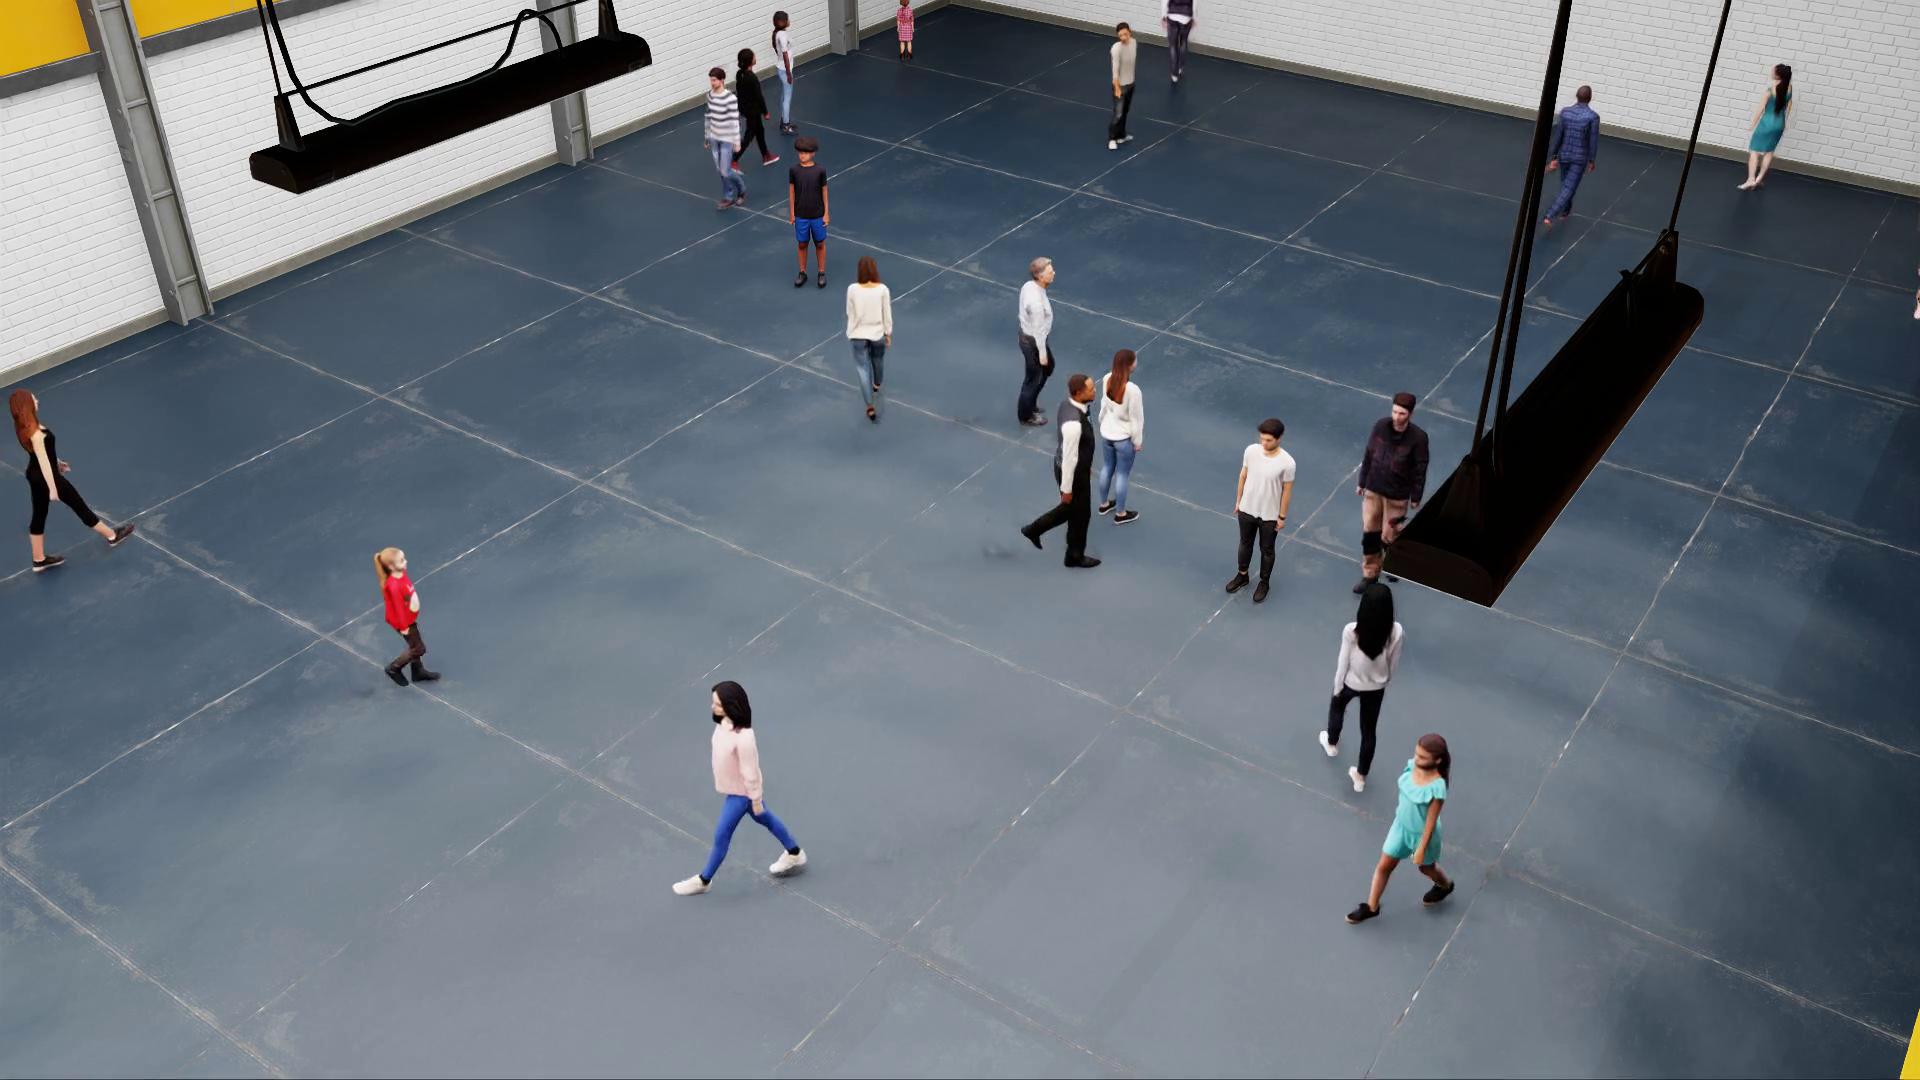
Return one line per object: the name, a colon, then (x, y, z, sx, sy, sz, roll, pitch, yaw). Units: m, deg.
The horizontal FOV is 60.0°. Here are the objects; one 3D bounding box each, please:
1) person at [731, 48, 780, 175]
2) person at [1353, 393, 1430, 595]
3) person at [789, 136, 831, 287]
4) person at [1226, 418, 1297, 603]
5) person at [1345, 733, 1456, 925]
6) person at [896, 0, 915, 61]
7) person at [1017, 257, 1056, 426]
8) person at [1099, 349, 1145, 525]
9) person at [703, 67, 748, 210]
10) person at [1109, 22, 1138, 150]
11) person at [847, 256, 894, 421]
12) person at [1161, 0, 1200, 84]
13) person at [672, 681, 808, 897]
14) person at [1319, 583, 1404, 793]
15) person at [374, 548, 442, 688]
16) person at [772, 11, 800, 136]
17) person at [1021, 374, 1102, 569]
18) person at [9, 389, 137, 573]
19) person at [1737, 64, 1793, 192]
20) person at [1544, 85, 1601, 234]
person: (-2.842, -5.683, 22.179, 1.168, 1.643, 0.831, -22, 39, -29)
person: (3.652, -0.431, 14.029, 0.740, 1.917, 0.827, 25, 41, 33)
person: (-1.734, -3.801, 19.210, 0.708, 1.795, 0.722, 2, 34, 3)
person: (2.544, -0.285, 13.990, 0.618, 1.717, 0.521, 22, 40, 30)
person: (3.061, 1.893, 10.890, 1.121, 1.522, 0.928, -13, 36, -19)
person: (-0.874, -8.179, 26.494, 0.503, 1.022, 0.552, 0, 34, 0)
person: (0.655, -1.955, 16.421, 0.855, 1.807, 0.778, -2, 34, -4)
person: (1.442, -0.945, 15.006, 0.648, 1.692, 0.685, -23, 40, -31)
person: (-2.948, -5.125, 21.162, 0.670, 1.839, 0.691, 24, 40, 31)
person: (2.266, -6.333, 23.038, 0.862, 1.774, 0.499, 16, 37, 22)
person: (-0.921, -1.983, 16.612, 1.006, 1.644, 1.112, -3, 34, -4)
person: (3.346, -7.887, 25.347, 0.965, 1.807, 1.051, 0, 34, 0)
person: (-1.376, 1.642, 11.092, 1.269, 1.716, 1.102, -11, 35, -16)
person: (2.917, 1.094, 11.953, 0.914, 1.676, 0.998, -2, 34, -3)
person: (-4.408, 0.621, 13.027, 0.735, 1.274, 0.676, -5, 34, -8)
person: (-2.471, -6.620, 23.520, 0.721, 1.719, 0.661, -5, 34, -8)
person: (0.878, -0.585, 14.273, 1.041, 1.904, 1.031, 1, 34, 1)
person: (-7.950, -0.481, 14.314, 0.636, 1.685, 1.124, 25, 41, 33)
person: (10.605, -5.389, 21.712, 0.694, 1.669, 0.734, 5, 34, 8)
person: (7.537, -4.672, 20.533, 1.199, 1.780, 0.804, -28, 43, -35)
